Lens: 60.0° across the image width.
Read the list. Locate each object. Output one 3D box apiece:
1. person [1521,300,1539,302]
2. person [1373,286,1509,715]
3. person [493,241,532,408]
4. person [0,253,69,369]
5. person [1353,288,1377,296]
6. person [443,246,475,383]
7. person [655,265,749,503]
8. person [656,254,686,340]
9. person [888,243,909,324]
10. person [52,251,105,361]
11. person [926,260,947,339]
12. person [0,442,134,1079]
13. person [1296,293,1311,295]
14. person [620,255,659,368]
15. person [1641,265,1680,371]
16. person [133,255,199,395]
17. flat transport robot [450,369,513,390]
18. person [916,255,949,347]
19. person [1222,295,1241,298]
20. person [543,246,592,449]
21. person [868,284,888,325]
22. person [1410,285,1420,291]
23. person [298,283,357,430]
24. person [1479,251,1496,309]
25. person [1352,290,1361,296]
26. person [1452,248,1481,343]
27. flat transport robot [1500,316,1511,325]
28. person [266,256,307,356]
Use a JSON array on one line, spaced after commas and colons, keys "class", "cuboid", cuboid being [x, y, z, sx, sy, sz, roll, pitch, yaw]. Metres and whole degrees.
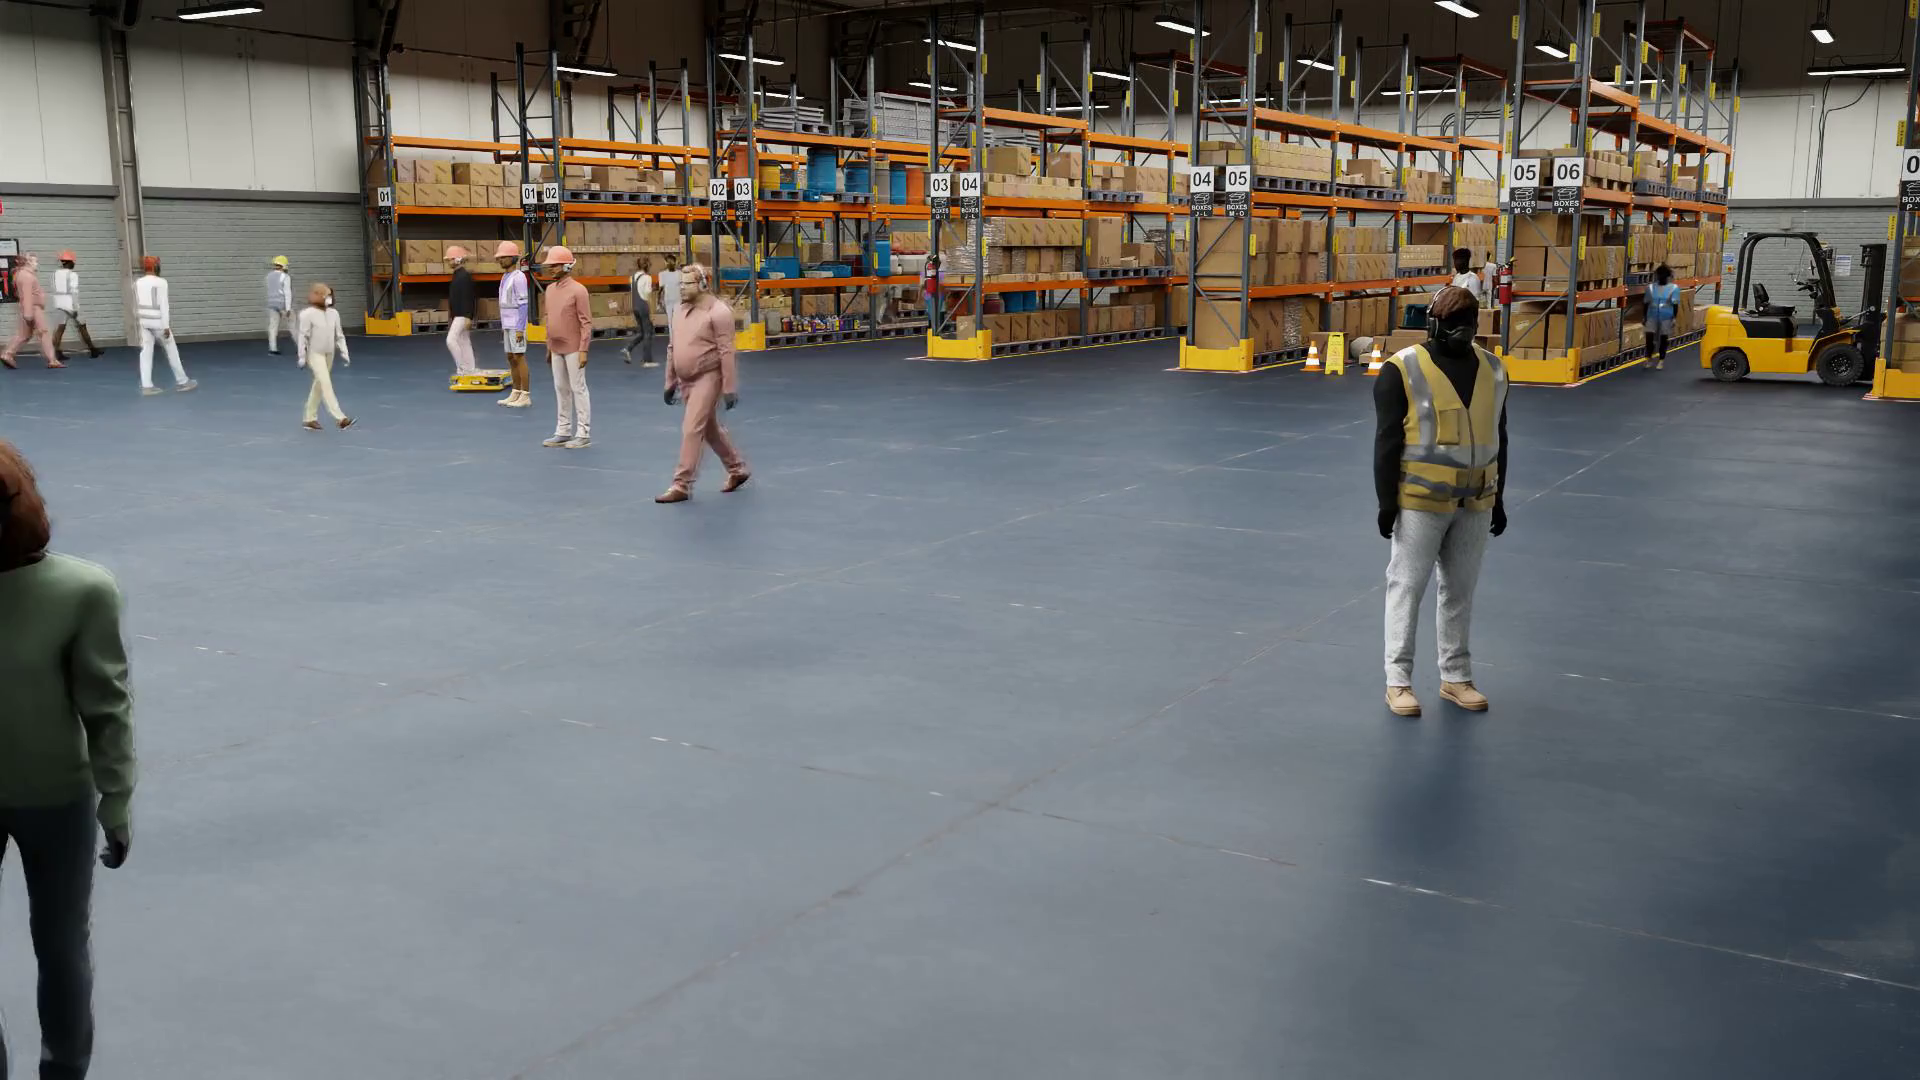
[{"class": "person", "cuboid": [12.379, -5.339, 35.920, 0.658, 1.923, 0.472, 6, 12, 29]}, {"class": "person", "cuboid": [2.086, -0.166, 7.178, 0.632, 1.843, 0.429, -3, 10, -14]}, {"class": "person", "cuboid": [-5.533, -2.647, 20.511, 0.377, 2.041, 0.615, -7, 12, -34]}, {"class": "person", "cuboid": [-14.992, -3.674, 26.749, 0.927, 1.875, 0.652, -7, 12, -33]}, {"class": "person", "cuboid": [10.078, -6.270, 41.481, 0.588, 1.820, 1.104, 9, 13, 41]}, {"class": "person", "cuboid": [-7.247, -3.220, 23.908, 0.593, 1.972, 0.647, -5, 11, -27]}, {"class": "person", "cuboid": [-2.059, -1.258, 13.252, 0.660, 1.862, 0.994, 10, 14, 44]}, {"class": "person", "cuboid": [-5.328, -4.362, 30.751, 0.544, 1.819, 0.980, 0, 10, -2]}, {"class": "person", "cuboid": [-1.556, -6.428, 41.739, 0.645, 2.013, 0.839, 4, 11, 22]}, {"class": "person", "cuboid": [-15.469, -4.084, 28.995, 0.549, 1.883, 0.985, 3, 11, 18]}, {"class": "person", "cuboid": [-0.498, -5.116, 35.318, 0.532, 1.693, 0.319, 1, 10, 8]}, {"class": "person", "cuboid": [-2.017, 0.594, 3.513, 0.514, 1.612, 0.598, -4, 11, -19]}, {"class": "person", "cuboid": [6.891, -5.098, 34.242, 0.704, 2.000, 0.804, 5, 11, 26]}, {"class": "person", "cuboid": [-5.206, -3.704, 27.039, 0.519, 1.833, 0.528, 10, 14, 44]}, {"class": "person", "cuboid": [11.052, -3.498, 26.306, 0.557, 1.660, 0.794, 6, 12, 31]}, {"class": "person", "cuboid": [-10.792, -2.905, 22.488, 0.615, 1.844, 0.912, 4, 11, 20]}, {"class": "flat transport robot", "cuboid": [-6.623, -2.244, 23.215, 0.652, 0.197, 1.431, -1, 10, -3]}, {"class": "person", "cuboid": [-0.557, -4.643, 32.380, 0.593, 1.790, 0.966, 4, 11, 23]}, {"class": "person", "cuboid": [5.244, -4.508, 31.305, 0.634, 1.917, 0.819, 5, 11, 26]}, {"class": "person", "cuboid": [-3.897, -1.897, 16.444, 0.612, 1.994, 0.395, 8, 13, 38]}, {"class": "person", "cuboid": [-1.951, -6.020, 39.782, 0.585, 1.913, 0.408, 5, 11, 24]}, {"class": "person", "cuboid": [11.568, -6.493, 42.683, 0.691, 1.823, 0.639, 1, 10, 7]}, {"class": "person", "cuboid": [-6.807, -1.957, 17.912, 0.856, 1.578, 0.505, 4, 11, 23]}, {"class": "person", "cuboid": [12.369, -5.891, 39.205, 0.514, 1.860, 0.325, 2, 10, 13]}, {"class": "person", "cuboid": [9.486, -6.008, 39.735, 0.799, 1.893, 0.613, -6, 12, -29]}, {"class": "person", "cuboid": [6.980, -3.074, 23.138, 0.390, 1.958, 0.602, -2, 10, -11]}, {"class": "flat transport robot", "cuboid": [13.276, -5.388, 40.827, 0.652, 0.197, 1.431, 0, 10, -1]}, {"class": "person", "cuboid": [-12.192, -4.231, 30.080, 0.609, 1.792, 0.898, 5, 11, 25]}]
